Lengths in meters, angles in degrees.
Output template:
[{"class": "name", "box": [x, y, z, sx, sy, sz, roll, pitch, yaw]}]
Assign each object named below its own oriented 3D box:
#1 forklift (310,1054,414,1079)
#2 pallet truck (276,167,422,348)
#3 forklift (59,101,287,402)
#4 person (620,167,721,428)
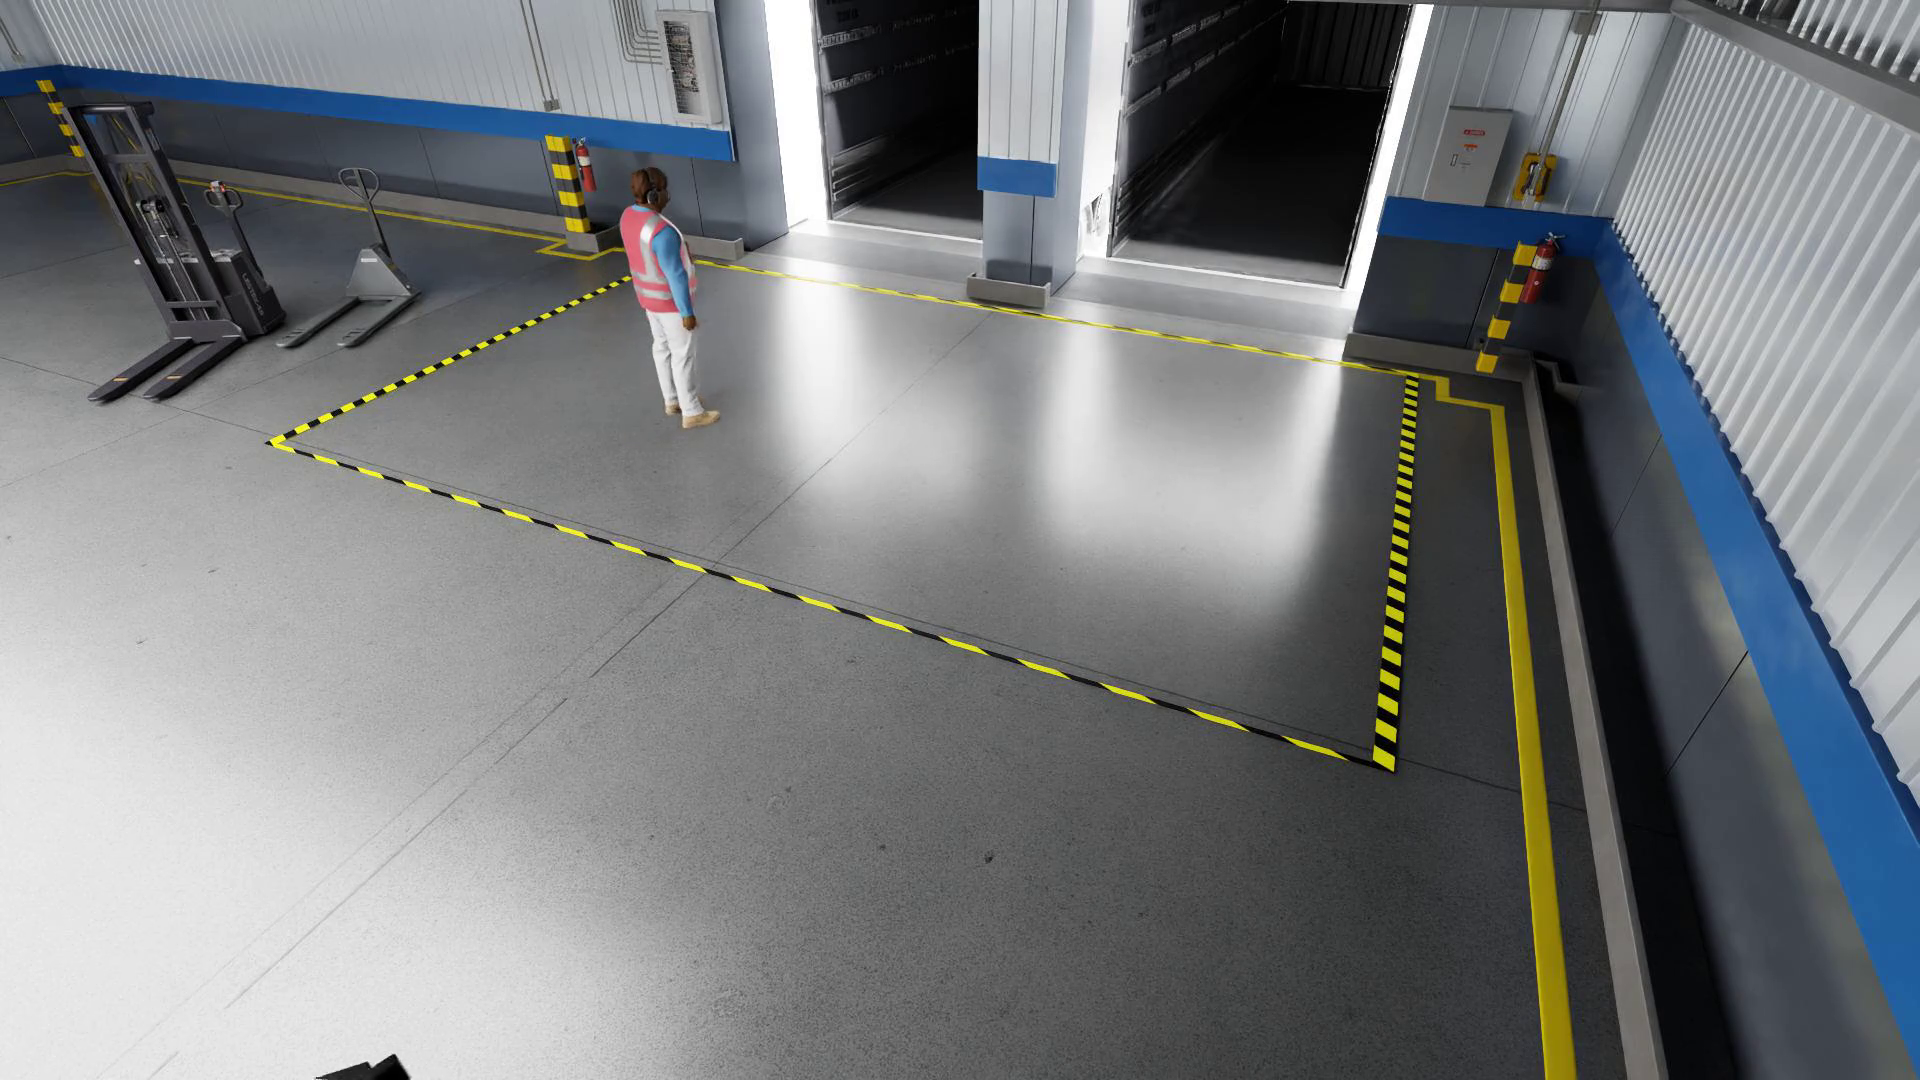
[{"class": "forklift", "box": [-1.310, 2.033, 0.802, 2.680, 2.036, 1.157, -28, 44, -34]}, {"class": "pallet truck", "box": [-5.732, -2.611, 8.414, 0.680, 1.201, 1.601, -1, 35, -1]}, {"class": "forklift", "box": [-6.686, -2.387, 7.434, 0.823, 1.965, 1.885, -3, 35, -5]}, {"class": "person", "box": [-2.094, -1.719, 6.613, 0.429, 1.841, 0.635, -28, 44, -34]}]
